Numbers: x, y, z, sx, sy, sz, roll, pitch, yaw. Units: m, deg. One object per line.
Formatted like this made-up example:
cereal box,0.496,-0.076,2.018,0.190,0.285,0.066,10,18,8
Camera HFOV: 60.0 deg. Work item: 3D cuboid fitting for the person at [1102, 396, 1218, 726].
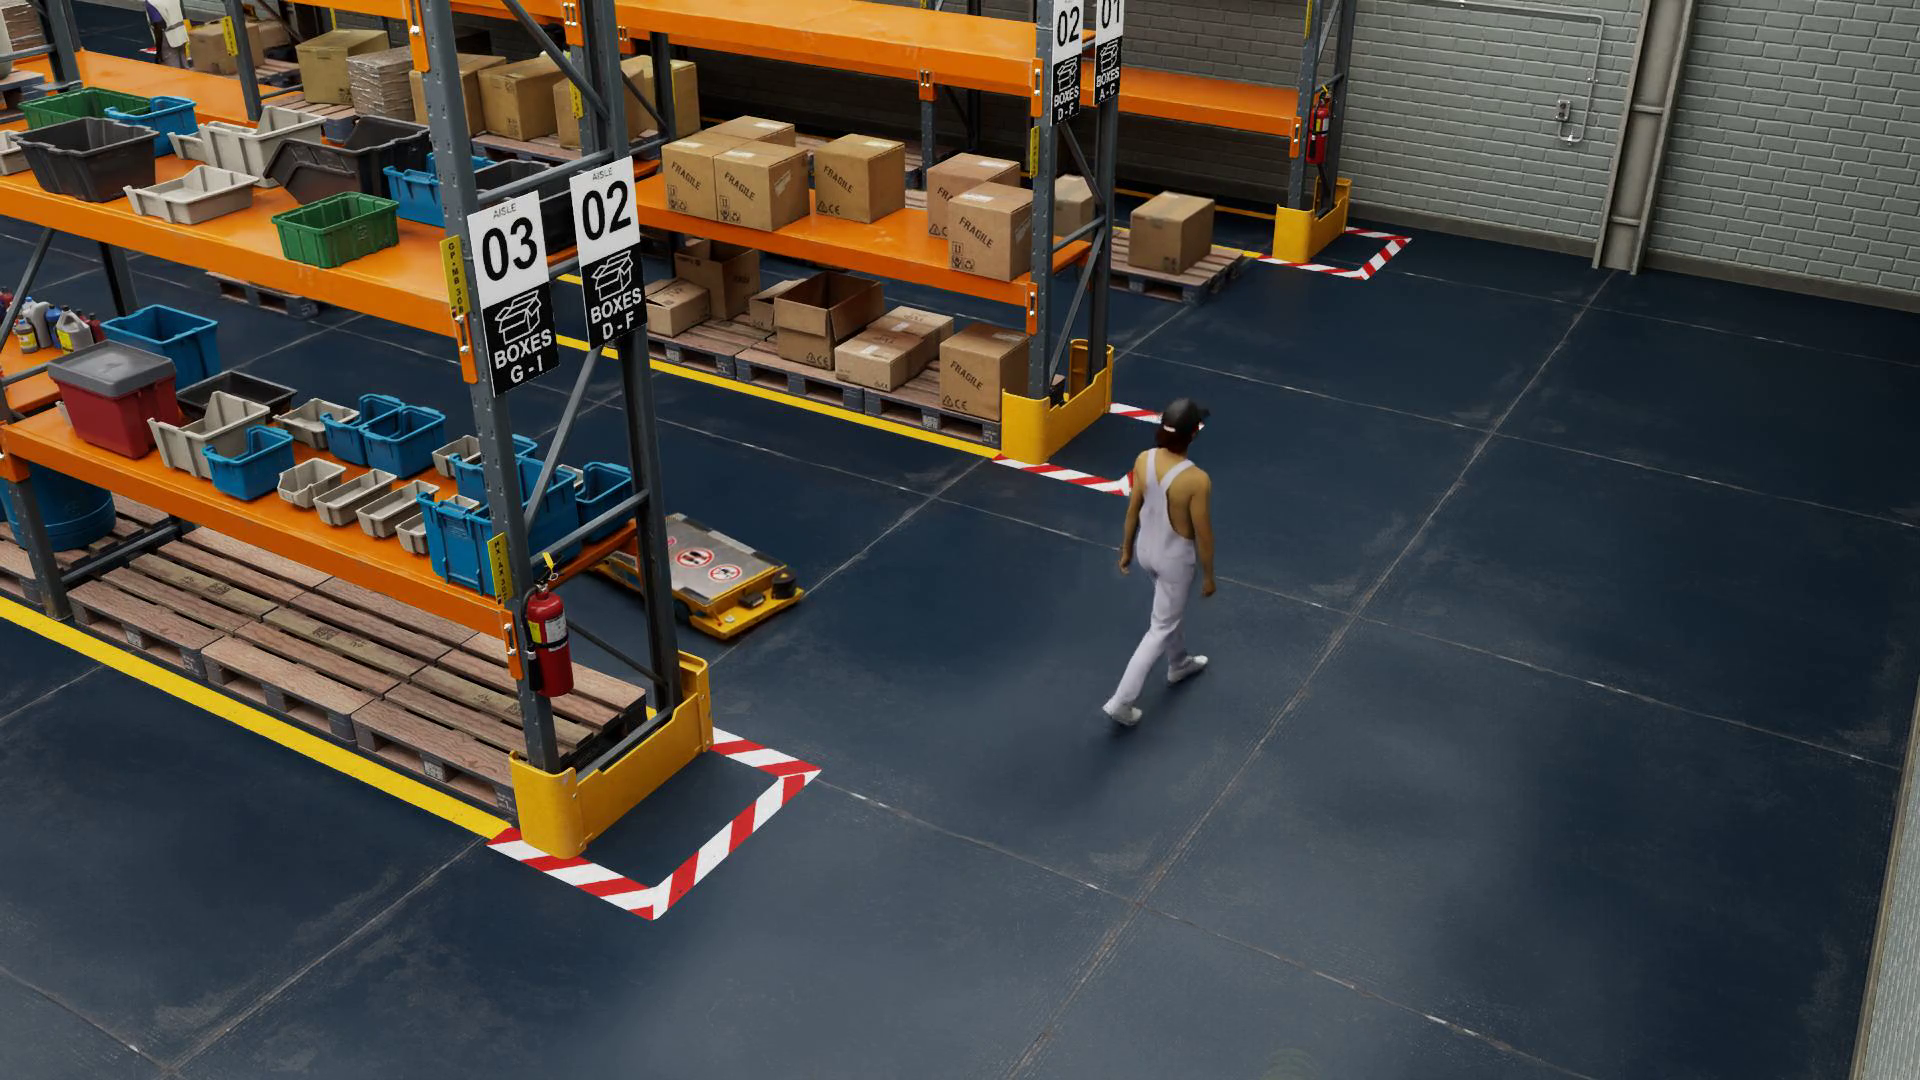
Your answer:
person,1.080,0.103,8.845,0.910,1.831,0.534,-24,37,-36

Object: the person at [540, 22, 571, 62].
person,-4.111,-4.493,17.228,0.531,1.696,0.319,13,32,22

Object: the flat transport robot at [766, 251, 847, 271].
flat transport robot,-1.477,-2.834,15.718,1.431,0.231,0.659,17,34,28

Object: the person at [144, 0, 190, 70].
person,-9.152,-5.731,19.303,0.391,1.840,0.564,3,29,6

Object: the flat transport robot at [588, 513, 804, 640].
flat transport robot,-1.696,0.179,10.313,1.431,0.231,0.659,23,37,36
